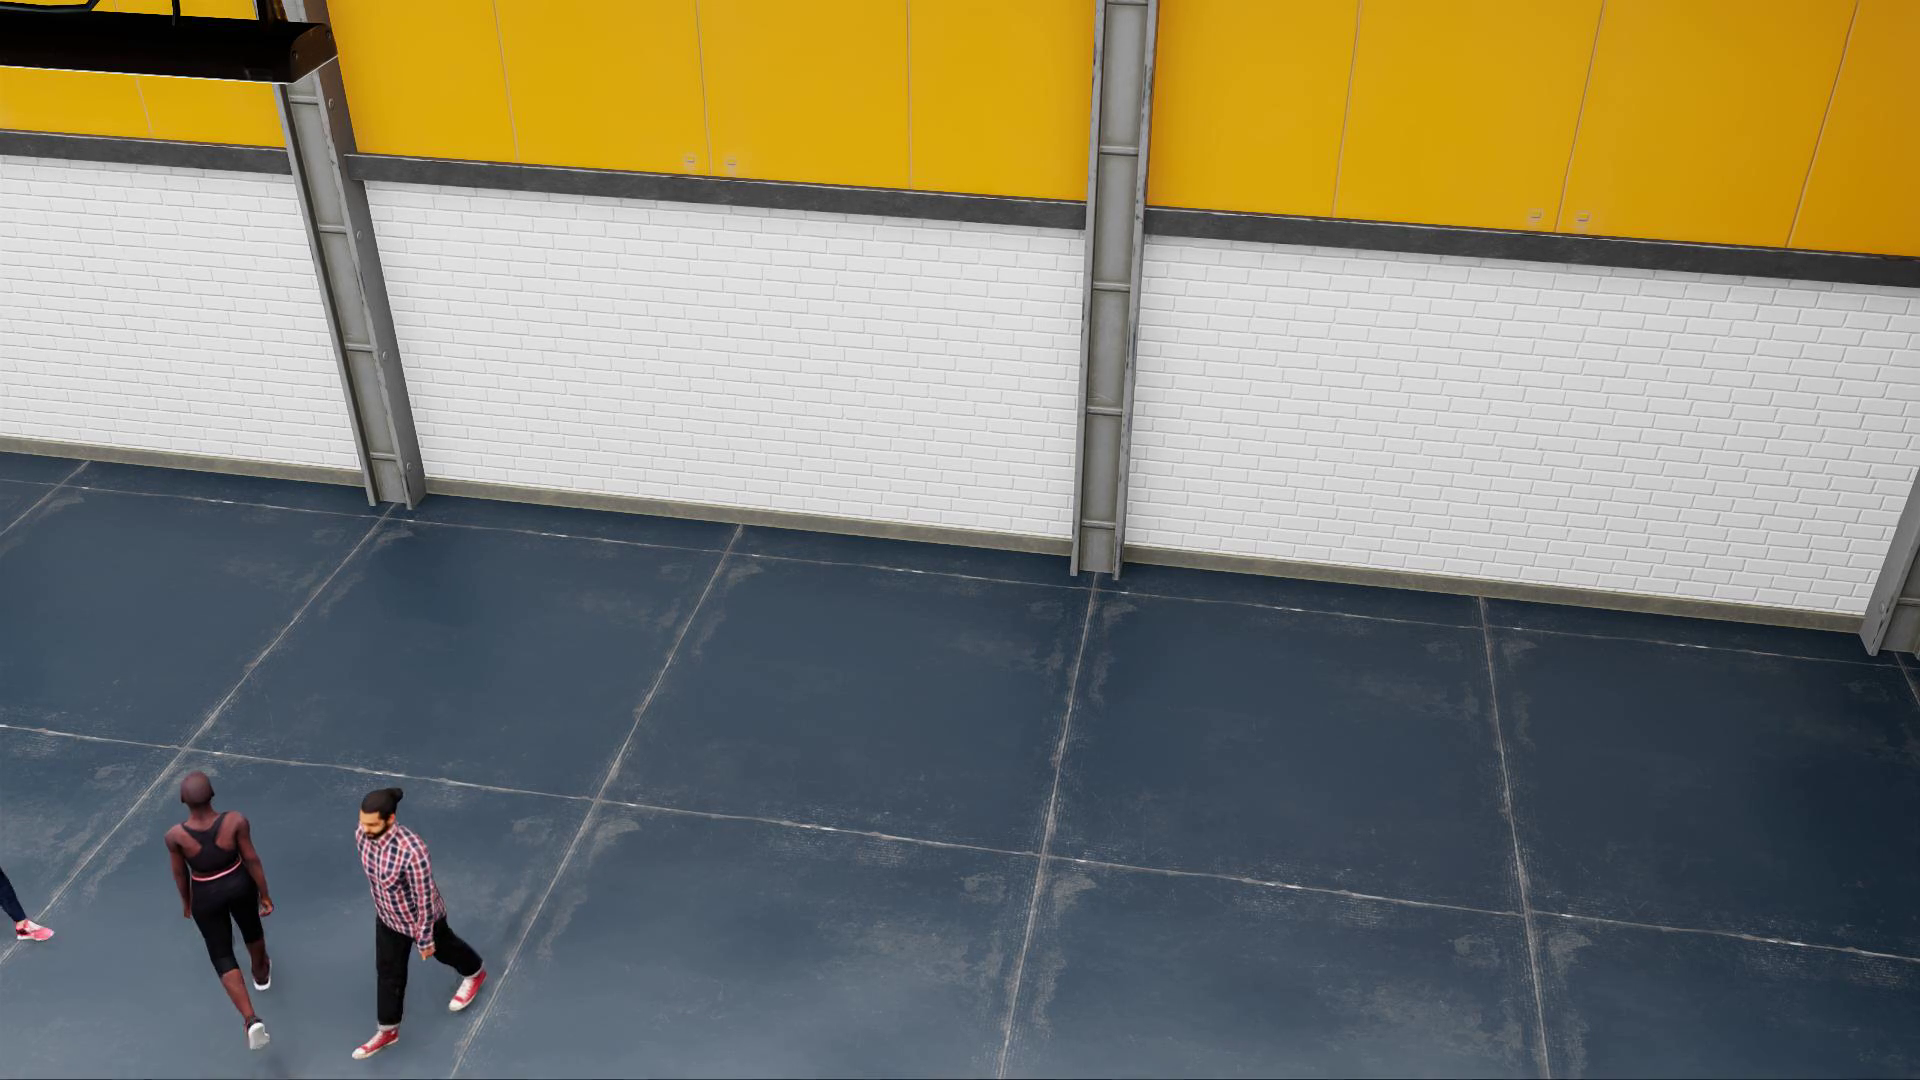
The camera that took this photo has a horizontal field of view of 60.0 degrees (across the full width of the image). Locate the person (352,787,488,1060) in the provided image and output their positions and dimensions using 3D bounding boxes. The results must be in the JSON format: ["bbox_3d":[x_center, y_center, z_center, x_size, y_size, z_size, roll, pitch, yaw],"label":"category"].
[{"bbox_3d":[-2.962,1.993,9.150,1.130,1.717,0.974,16,37,23],"label":"person"}]

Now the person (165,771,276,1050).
[{"bbox_3d":[-4.009,2.028,9.089,1.107,1.726,1.117,-18,38,-25],"label":"person"}]
